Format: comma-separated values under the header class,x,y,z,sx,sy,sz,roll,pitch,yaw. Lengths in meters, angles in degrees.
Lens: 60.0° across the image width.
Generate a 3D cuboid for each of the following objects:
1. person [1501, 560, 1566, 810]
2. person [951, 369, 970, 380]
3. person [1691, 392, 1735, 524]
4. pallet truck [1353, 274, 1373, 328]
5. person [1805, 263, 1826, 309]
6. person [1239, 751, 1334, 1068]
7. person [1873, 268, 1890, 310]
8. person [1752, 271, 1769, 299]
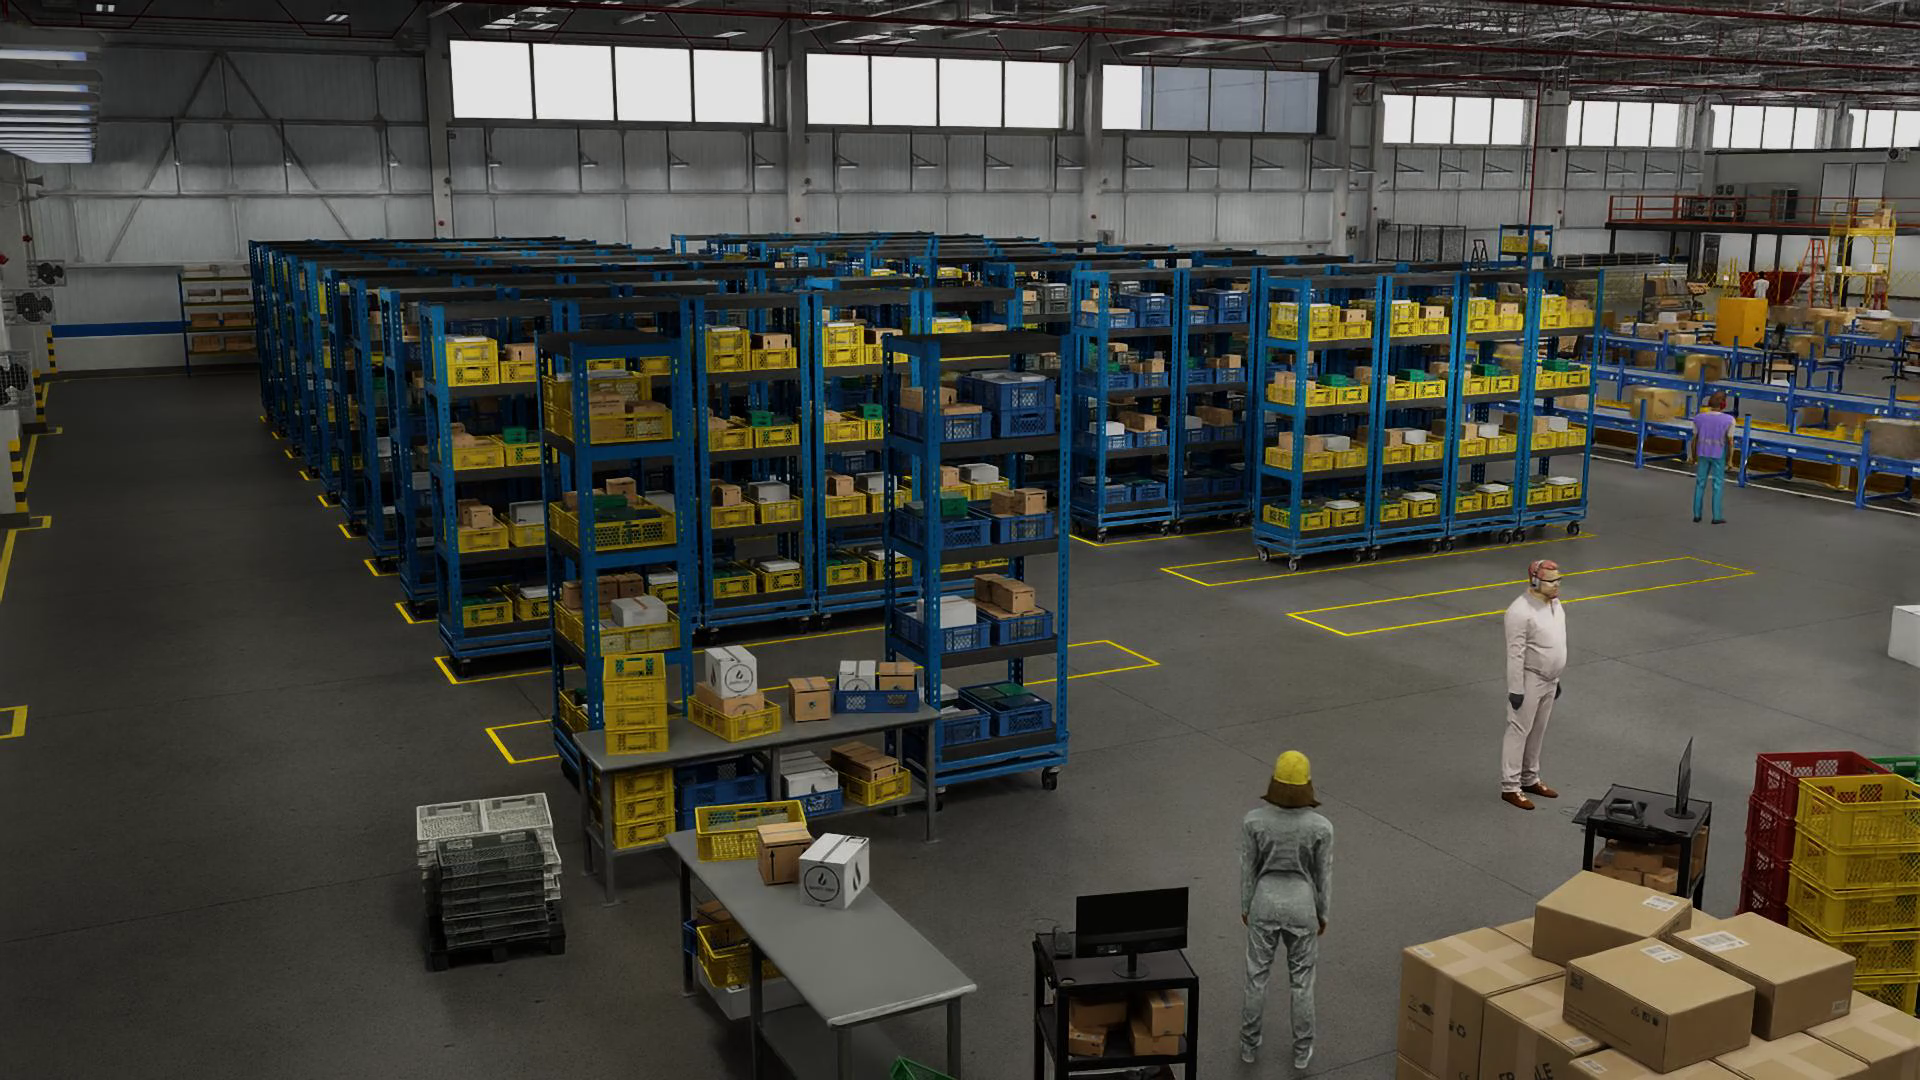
class,x,y,z,sx,sy,sz,roll,pitch,yaw
person,4.411,1.087,12.723,0.640,1.909,0.409,-11,16,-41
person,0.056,-2.255,28.555,0.431,1.815,0.629,-6,14,-27
person,10.524,-1.145,23.298,0.563,1.847,0.393,11,16,42
pallet truck,13.011,-8.050,55.243,0.823,1.965,1.885,-7,14,-28
person,31.683,-9.273,61.315,0.580,1.858,0.866,-5,13,-23
person,1.748,1.978,8.965,0.485,1.734,0.348,3,12,13
person,33.117,-8.901,59.793,0.518,1.757,0.341,9,15,35
person,26.707,-8.042,55.513,0.510,1.870,0.328,4,13,20
